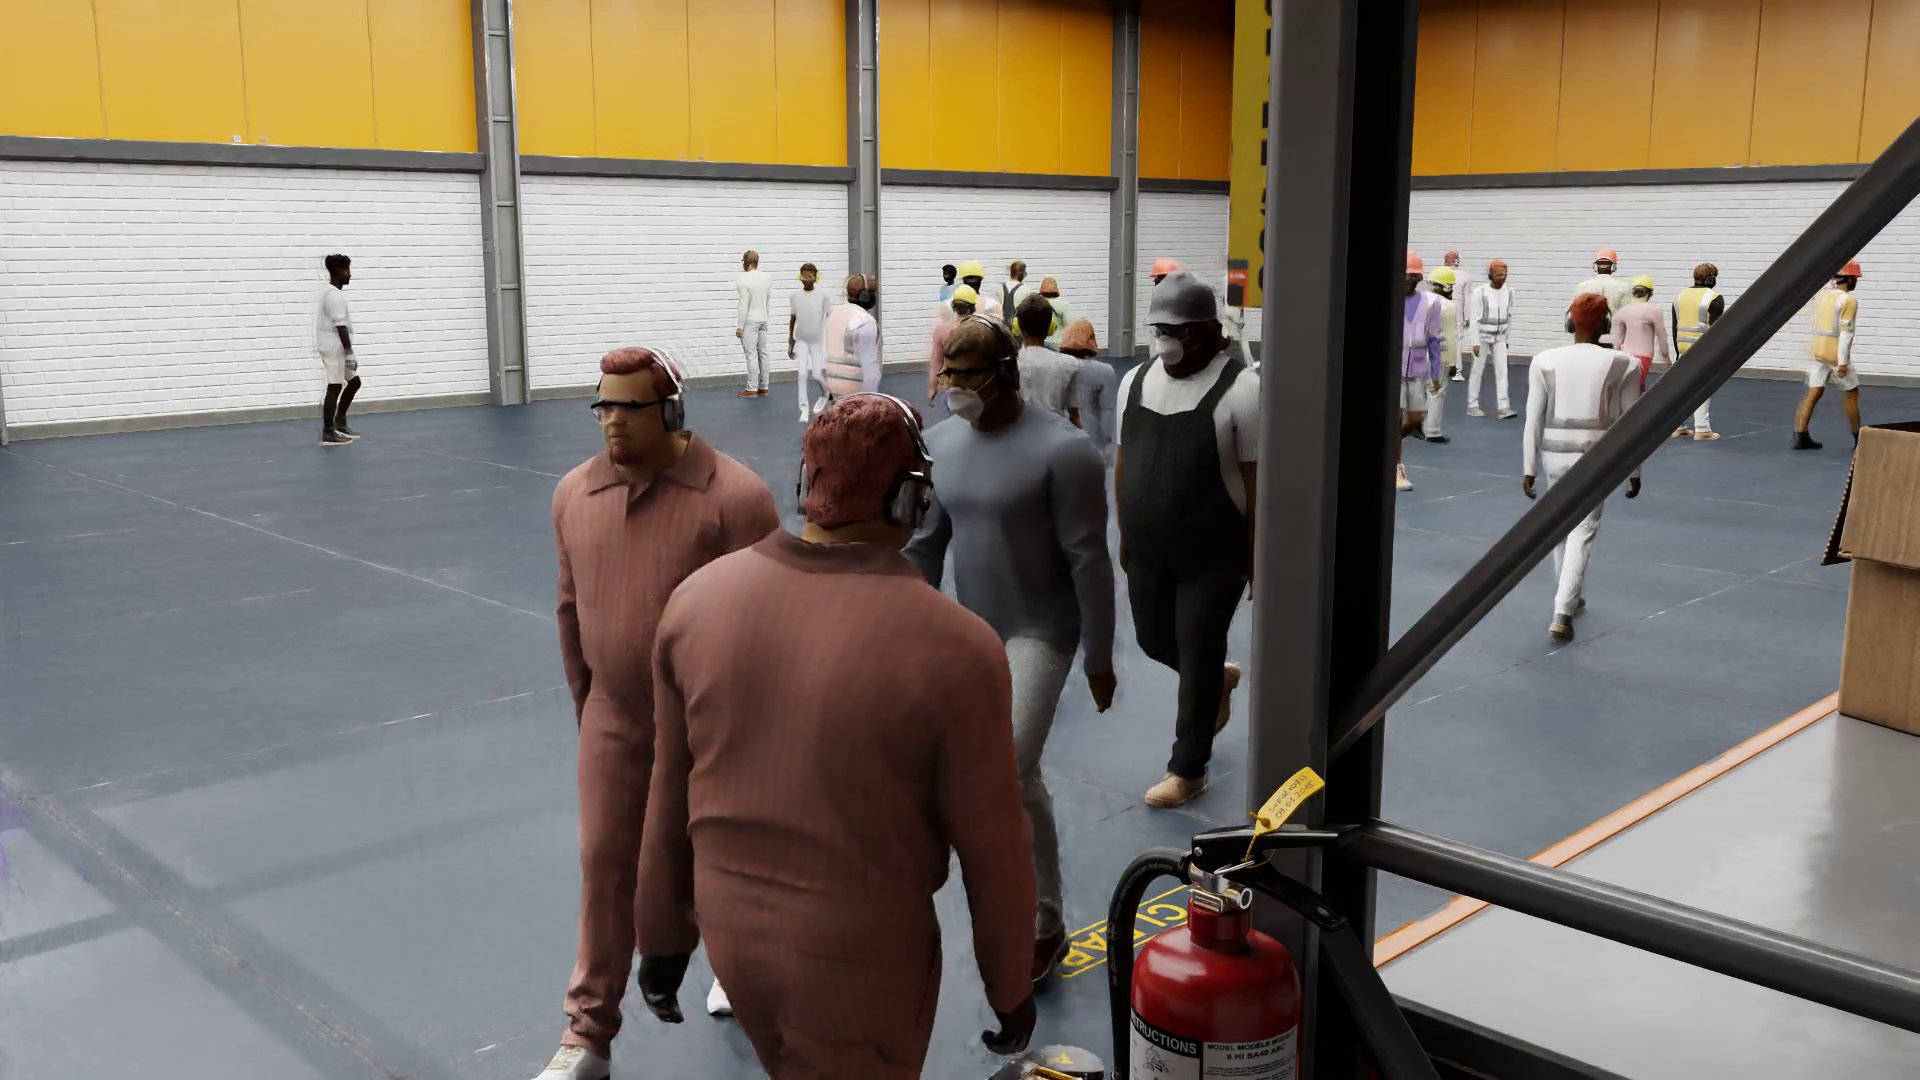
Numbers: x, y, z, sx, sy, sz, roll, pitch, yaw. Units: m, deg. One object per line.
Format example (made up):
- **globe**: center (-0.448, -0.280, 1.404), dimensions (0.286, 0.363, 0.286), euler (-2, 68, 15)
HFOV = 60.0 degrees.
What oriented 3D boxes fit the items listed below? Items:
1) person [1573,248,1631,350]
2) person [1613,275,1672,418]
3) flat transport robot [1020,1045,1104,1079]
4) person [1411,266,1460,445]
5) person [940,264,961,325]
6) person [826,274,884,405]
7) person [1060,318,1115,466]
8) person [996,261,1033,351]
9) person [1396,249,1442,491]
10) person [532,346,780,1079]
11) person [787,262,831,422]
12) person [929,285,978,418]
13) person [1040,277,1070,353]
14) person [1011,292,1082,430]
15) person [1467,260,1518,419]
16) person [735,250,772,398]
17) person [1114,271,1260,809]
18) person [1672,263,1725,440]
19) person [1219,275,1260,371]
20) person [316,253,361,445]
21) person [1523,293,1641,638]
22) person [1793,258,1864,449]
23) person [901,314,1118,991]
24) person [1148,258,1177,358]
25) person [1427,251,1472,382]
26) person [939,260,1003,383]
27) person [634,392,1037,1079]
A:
- **person**: center (7.079, -2.213, 18.356), dimensions (0.608, 1.989, 0.387), euler (6, 12, 29)
- **person**: center (7.164, -1.946, 17.640), dimensions (0.931, 1.715, 0.530), euler (-5, 12, -27)
- **flat transport robot**: center (0.078, 1.417, 3.246), dimensions (0.652, 0.197, 1.431), euler (7, 12, 33)
- **person**: center (4.854, -1.865, 16.913), dimensions (0.418, 1.820, 0.619), euler (-4, 11, -19)
- **person**: center (-0.136, -3.349, 25.363), dimensions (0.319, 1.694, 0.532), euler (-8, 13, -38)
- **person**: center (-0.837, -1.161, 13.038), dimensions (0.468, 1.836, 0.664), euler (-7, 12, -33)
- **person**: center (0.737, -0.623, 10.729), dimensions (0.504, 1.610, 0.735), euler (2, 11, 13)
- **person**: center (0.753, -2.666, 21.343), dimensions (0.508, 1.792, 0.947), euler (7, 12, 33)
- **person**: center (3.743, -1.450, 14.111), dimensions (0.620, 2.019, 0.750), euler (-1, 10, -3)
- **person**: center (-0.768, 0.436, 4.269), dimensions (0.657, 1.853, 0.986), euler (2, 11, 13)
- **person**: center (-1.715, -2.300, 19.263), dimensions (0.578, 1.837, 0.681), euler (1, 10, 8)
- **person**: center (0.032, -1.274, 13.979), dimensions (0.549, 1.715, 0.928), euler (5, 11, 25)
- **person**: center (1.089, -2.359, 20.146), dimensions (0.512, 1.629, 0.288), euler (2, 11, 9)
- **person**: center (0.408, -0.374, 8.753), dimensions (0.527, 1.843, 0.874), euler (-1, 10, -5)
- **person**: center (6.204, -2.322, 19.362), dimensions (0.589, 1.837, 0.841), euler (-3, 11, -15)
- **person**: center (-2.733, -2.843, 21.929), dimensions (0.372, 1.940, 0.632), euler (6, 12, 30)
- **person**: center (0.927, -0.053, 6.430), dimensions (0.694, 2.000, 0.882), euler (9, 14, 39)
- **person**: center (7.743, -1.967, 17.415), dimensions (0.429, 1.844, 0.625), euler (-5, 11, -23)
- **person**: center (4.290, -3.486, 25.751), dimensions (0.961, 1.816, 0.551), euler (-8, 13, -39)
- **person**: center (-6.327, -1.939, 16.958), dimensions (0.554, 1.947, 0.605), euler (-5, 11, -24)
- **person**: center (3.349, -0.410, 8.977), dimensions (0.586, 1.837, 1.007), euler (6, 12, 30)
- **person**: center (8.778, -1.830, 16.520), dimensions (0.932, 1.893, 0.563), euler (-2, 11, -9)
- **person**: center (0.111, 0.315, 4.774), dimensions (0.636, 1.908, 0.646), euler (-10, 14, -44)
- **person**: center (2.136, -1.861, 16.652), dimensions (0.550, 1.915, 0.676), euler (-10, 15, -44)
- **person**: center (7.164, -3.272, 24.360), dimensions (0.644, 1.905, 0.400), euler (6, 12, 28)
- **person**: center (0.087, -1.606, 15.272), dimensions (0.610, 1.903, 0.641), euler (2, 11, 12)
- **person**: center (-0.161, 0.680, 2.880), dimensions (0.679, 1.871, 0.767), euler (6, 12, 31)
